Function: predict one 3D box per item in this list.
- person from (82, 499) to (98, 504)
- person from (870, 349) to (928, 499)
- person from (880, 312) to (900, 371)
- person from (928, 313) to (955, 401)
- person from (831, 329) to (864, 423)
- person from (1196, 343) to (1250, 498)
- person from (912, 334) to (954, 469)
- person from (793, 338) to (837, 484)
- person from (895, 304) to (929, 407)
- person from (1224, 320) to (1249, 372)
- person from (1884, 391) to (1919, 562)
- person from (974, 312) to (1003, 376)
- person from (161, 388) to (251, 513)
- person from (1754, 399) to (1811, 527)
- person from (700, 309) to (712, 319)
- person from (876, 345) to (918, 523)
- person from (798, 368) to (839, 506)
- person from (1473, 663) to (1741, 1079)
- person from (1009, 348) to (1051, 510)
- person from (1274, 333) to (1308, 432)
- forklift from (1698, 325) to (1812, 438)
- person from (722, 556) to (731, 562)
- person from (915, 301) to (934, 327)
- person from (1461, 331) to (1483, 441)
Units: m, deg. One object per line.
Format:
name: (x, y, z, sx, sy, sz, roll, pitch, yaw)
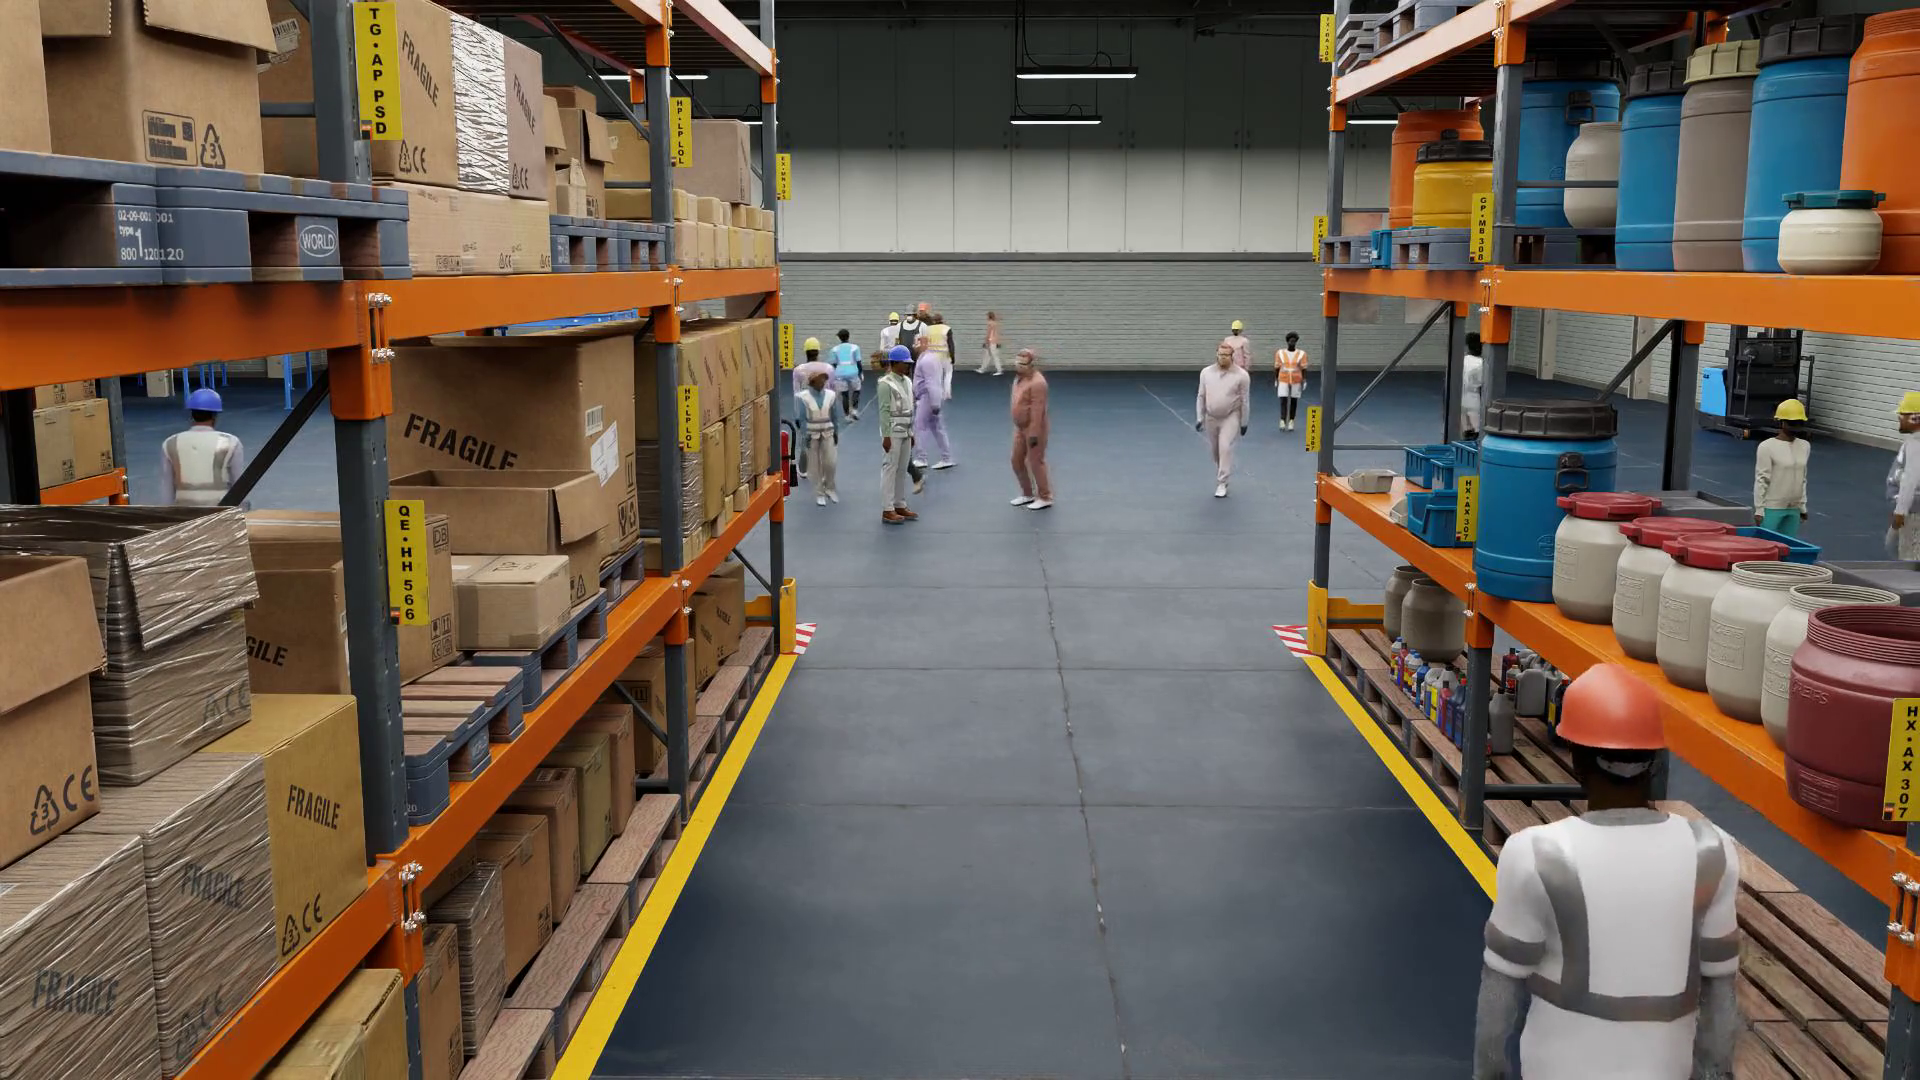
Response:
person: (-7.131, -0.303, 13.227, 0.686, 1.920, 0.633, 1, 10, 5)
person: (-0.780, -1.390, 20.046, 0.592, 1.816, 0.547, -5, 11, -26)
person: (-1.359, -3.781, 34.350, 0.594, 1.824, 0.403, -2, 10, -13)
person: (-0.389, -3.775, 34.354, 0.690, 1.802, 0.561, 3, 10, 18)
person: (-1.999, -2.925, 29.648, 0.599, 1.664, 0.401, 1, 10, 8)
person: (3.267, -1.508, 20.561, 0.627, 1.880, 0.890, 5, 11, 27)
person: (-0.444, -1.907, 23.004, 0.777, 1.864, 0.664, 2, 10, 10)
person: (-1.891, -1.688, 21.667, 0.611, 1.869, 1.013, -3, 10, -18)
person: (-0.984, -3.657, 33.075, 0.688, 2.000, 0.536, 2, 10, 13)
person: (5.417, -3.431, 32.503, 0.522, 1.734, 0.802, 8, 12, 38)
person: (7.699, -0.291, 13.454, 0.422, 1.816, 0.602, 6, 11, 34)
person: (0.721, -4.958, 42.062, 0.846, 1.600, 0.520, 3, 10, 15)
person: (-5.728, -0.188, 12.605, 0.643, 1.911, 0.883, 0, 9, -3)
person: (6.613, -0.251, 13.372, 0.533, 1.767, 0.321, -4, 10, -20)
person: (-5.119, -3.716, 33.693, 0.663, 1.905, 0.890, -2, 10, -14)
person: (-0.684, -1.177, 18.373, 0.396, 1.944, 0.615, 5, 11, 27)
person: (-1.656, -1.206, 19.529, 0.510, 1.617, 0.391, -3, 10, -20)
person: (1.513, 1.237, 3.989, 0.580, 1.919, 0.529, 0, 9, -2)
person: (0.837, -1.282, 19.235, 0.557, 1.869, 0.663, -5, 11, -26)
person: (5.587, -2.663, 28.103, 0.548, 1.665, 0.716, 1, 10, 7)
forklift: (13.248, -3.165, 27.620, 1.129, 2.768, 1.873, 0, 9, 1)
person: (-2.324, -0.642, 15.280, 0.562, 1.909, 0.692, 7, 12, 35)
person: (-0.786, -4.332, 37.152, 0.661, 1.985, 0.514, 2, 10, 11)
person: (6.711, -1.781, 21.982, 0.594, 1.951, 0.641, -3, 10, -19)
